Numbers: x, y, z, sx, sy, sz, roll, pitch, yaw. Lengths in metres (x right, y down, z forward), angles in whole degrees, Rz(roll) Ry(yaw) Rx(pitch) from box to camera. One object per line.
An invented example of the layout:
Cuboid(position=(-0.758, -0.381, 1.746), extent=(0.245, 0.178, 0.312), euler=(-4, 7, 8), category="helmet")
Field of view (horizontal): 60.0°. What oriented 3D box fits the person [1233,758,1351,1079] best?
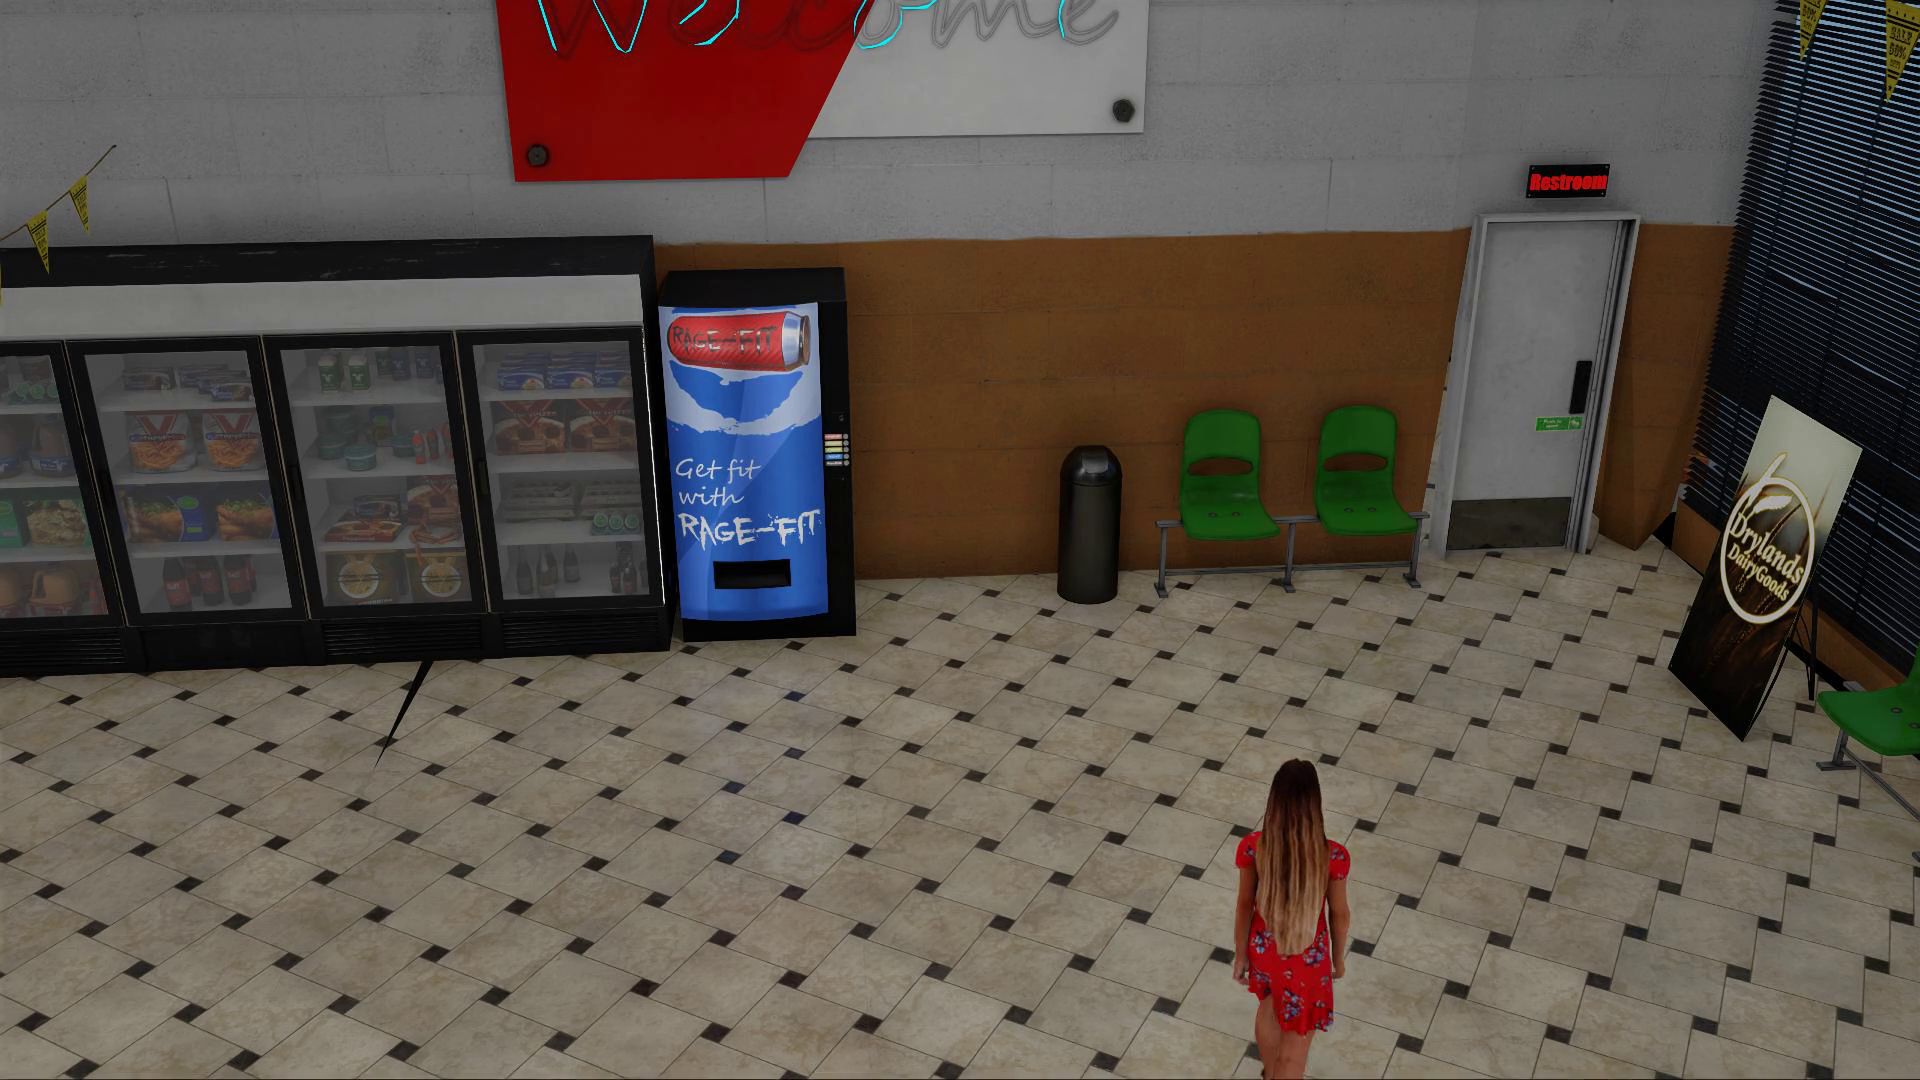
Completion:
Cuboid(position=(1.157, 1.550, 5.937), extent=(0.887, 1.564, 1.114), euler=(10, 26, 22), category="person")
